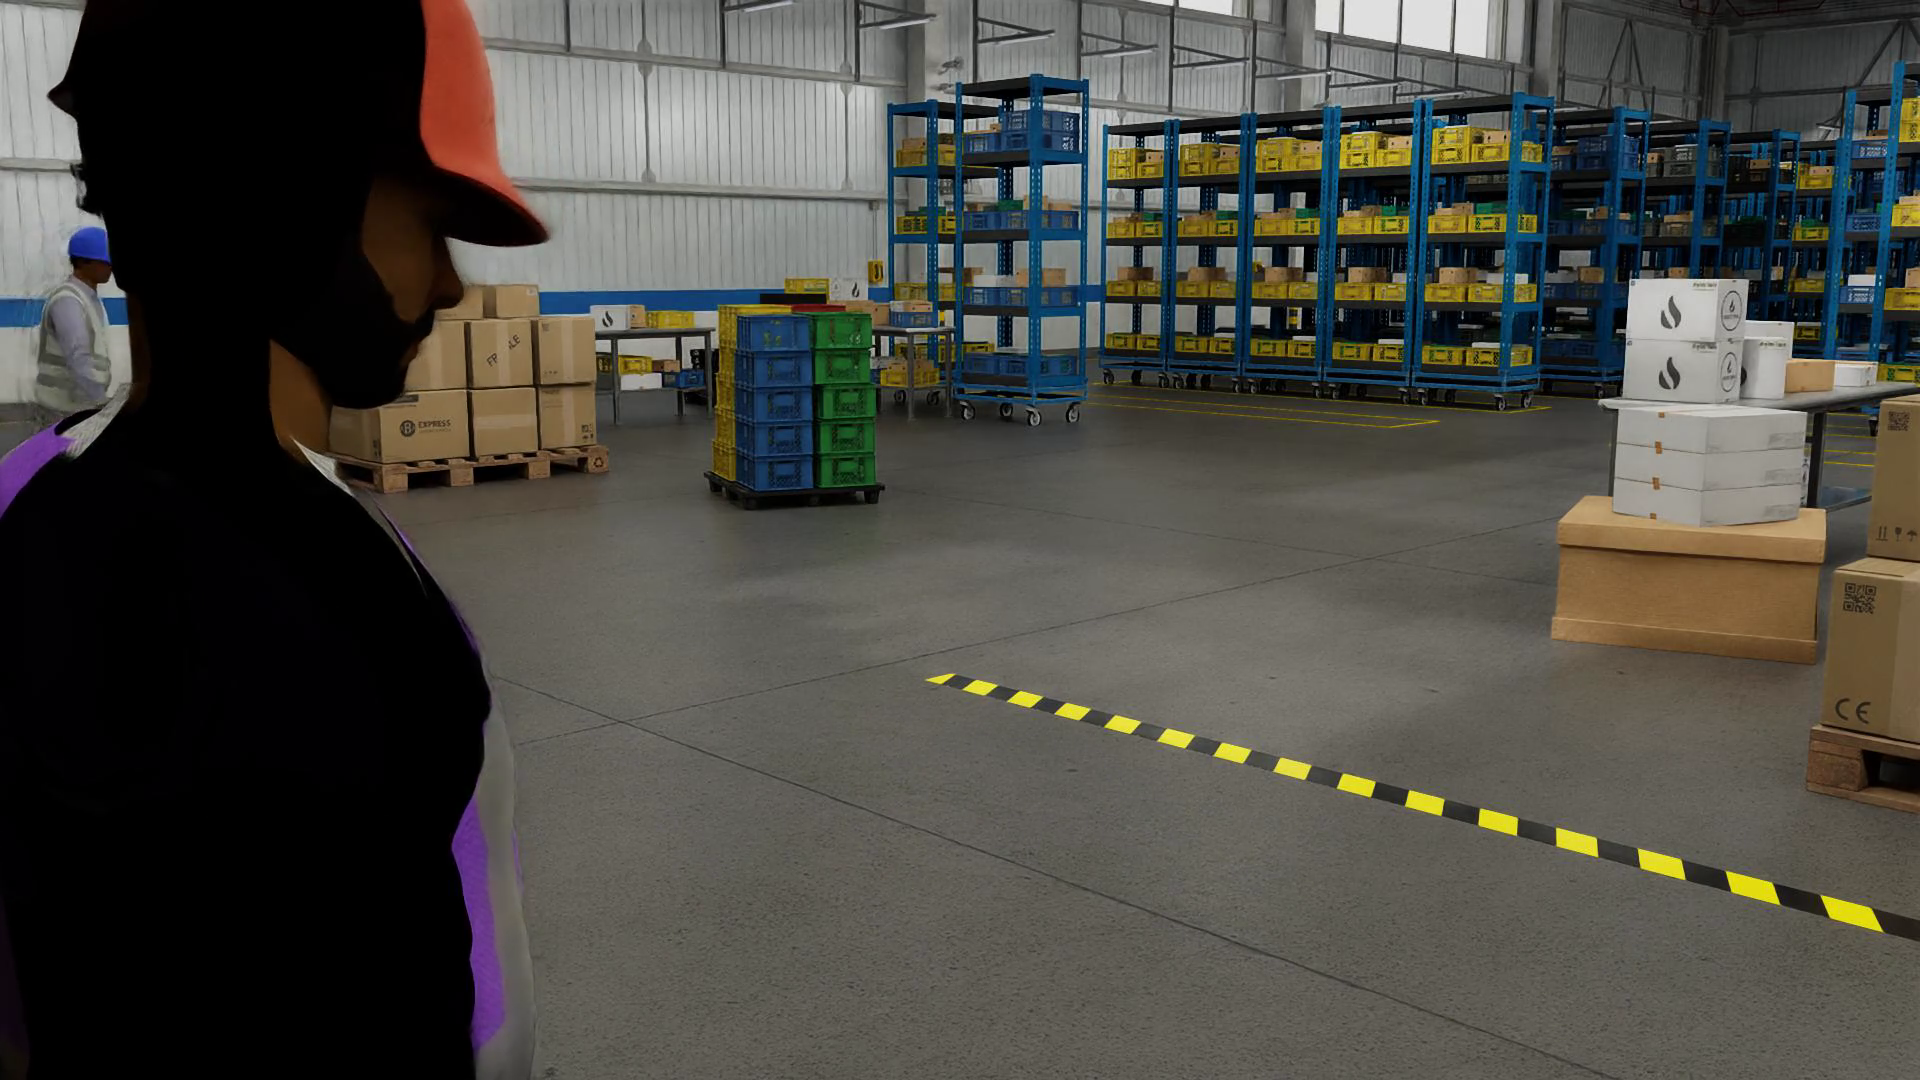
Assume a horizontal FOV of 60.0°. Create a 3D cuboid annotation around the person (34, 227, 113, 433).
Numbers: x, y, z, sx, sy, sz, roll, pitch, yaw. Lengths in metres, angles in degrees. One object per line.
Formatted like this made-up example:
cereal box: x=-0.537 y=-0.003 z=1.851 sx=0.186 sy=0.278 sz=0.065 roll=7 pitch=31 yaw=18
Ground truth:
person: x=-4.865 y=-0.788 z=9.311 sx=0.968 sy=1.884 sz=0.589 roll=-1 pitch=9 yaw=-6
